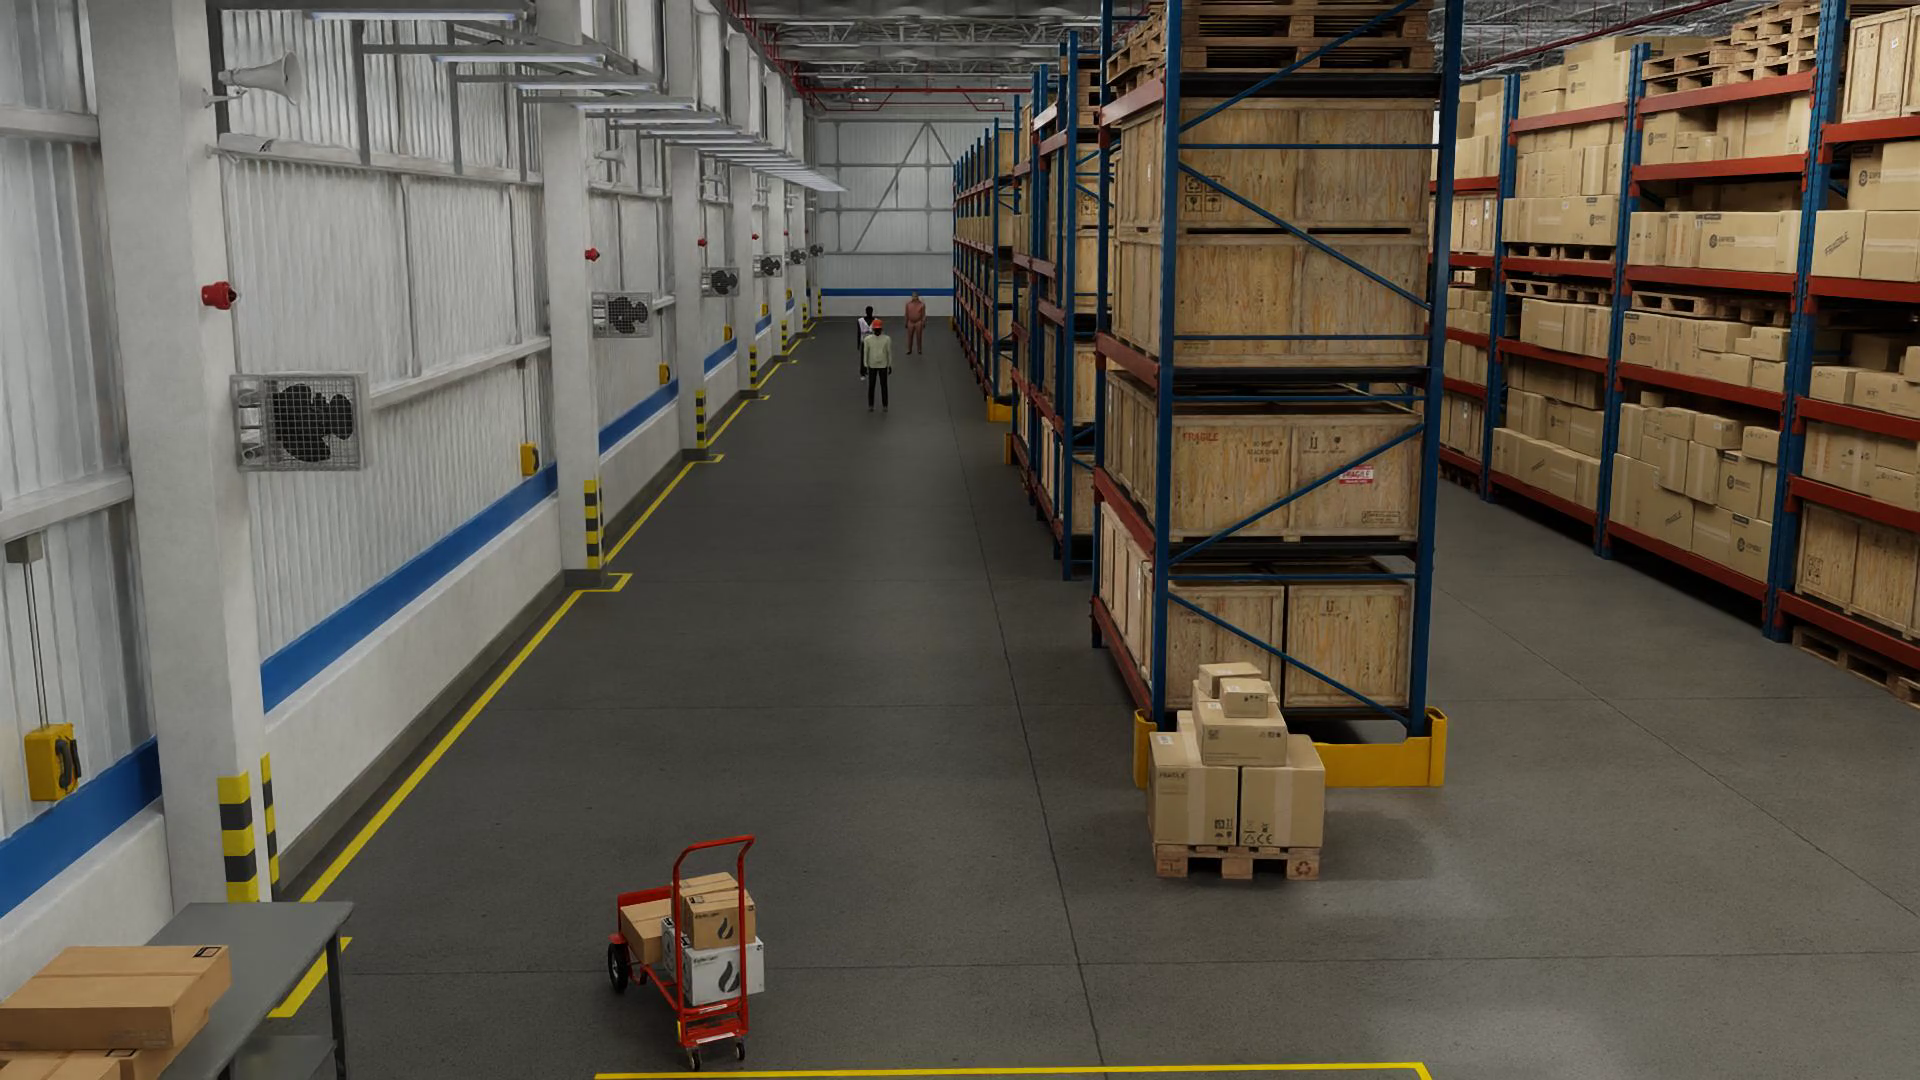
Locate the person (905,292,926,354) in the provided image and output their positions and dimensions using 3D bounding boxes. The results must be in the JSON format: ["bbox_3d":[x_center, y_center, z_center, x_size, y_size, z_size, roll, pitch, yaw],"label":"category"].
[{"bbox_3d":[-1.378,-6.646,50.987,0.639,1.901,0.406,0,11,3],"label":"person"}]

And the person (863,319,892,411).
[{"bbox_3d":[-1.764,-3.737,35.634,0.621,1.986,0.411,-1,11,-4],"label":"person"}]

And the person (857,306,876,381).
[{"bbox_3d":[-2.336,-5.035,42.595,0.597,1.906,0.414,-2,11,-8],"label":"person"}]
